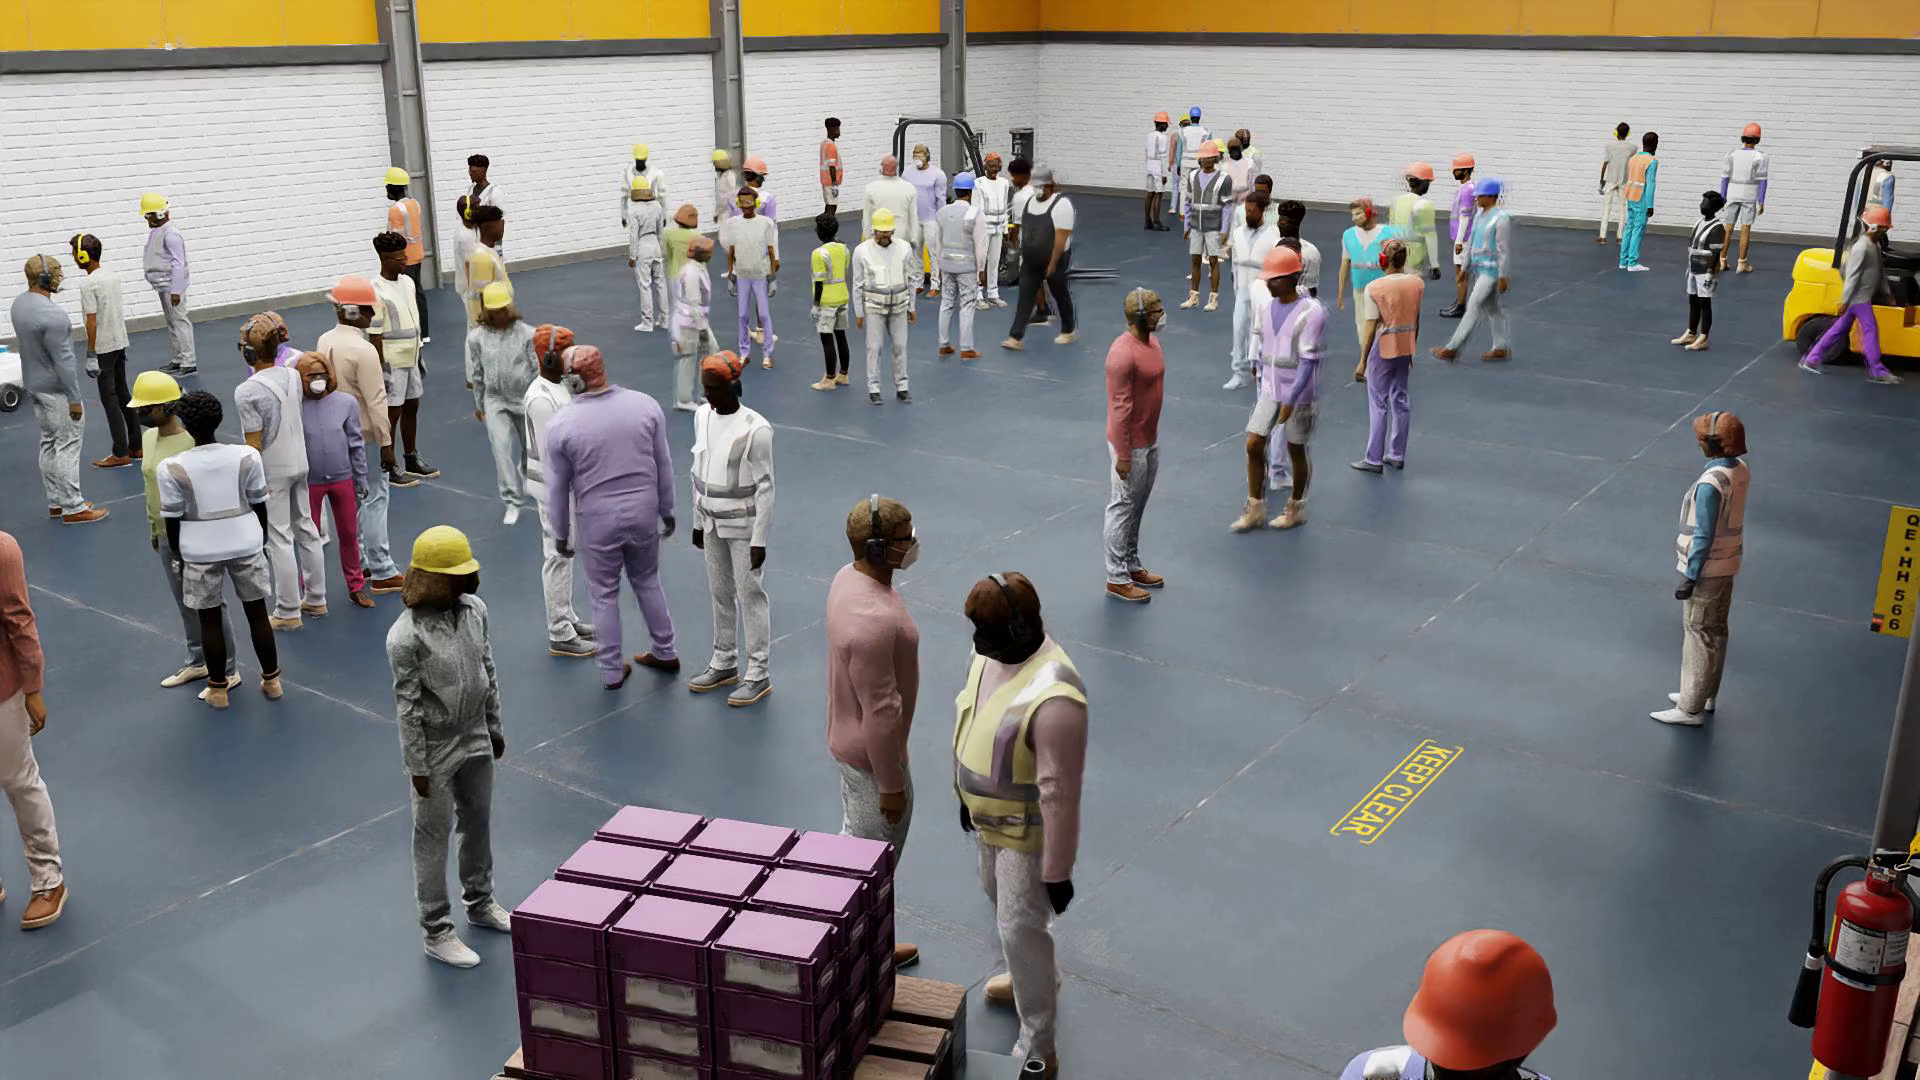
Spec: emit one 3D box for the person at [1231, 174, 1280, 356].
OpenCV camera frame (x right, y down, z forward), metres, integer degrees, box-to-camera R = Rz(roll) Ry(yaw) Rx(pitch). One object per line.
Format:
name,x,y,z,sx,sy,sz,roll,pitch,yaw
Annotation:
person,3.142,-2.863,17.413,0.597,1.915,0.371,7,19,22

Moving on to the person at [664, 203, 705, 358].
person,-2.916,-2.738,17.537,0.493,1.600,0.736,4,18,13

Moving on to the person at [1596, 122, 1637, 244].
person,10.257,-5.571,25.986,0.509,1.861,0.328,4,18,11

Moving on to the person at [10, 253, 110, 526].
person,-6.375,-1.050,11.732,0.635,1.929,0.381,14,22,37

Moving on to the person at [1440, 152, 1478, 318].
person,5.924,-3.609,19.730,0.388,1.930,0.544,5,18,14

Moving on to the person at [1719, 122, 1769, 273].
person,10.855,-4.734,23.053,0.358,2.047,0.615,-16,24,-41

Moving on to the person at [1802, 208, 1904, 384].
person,8.898,-2.424,16.399,0.932,1.699,0.562,12,21,32

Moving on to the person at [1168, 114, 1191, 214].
person,3.993,-6.726,29.763,0.532,1.755,0.341,-2,18,-5

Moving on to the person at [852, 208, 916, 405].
person,-0.693,-2.153,15.356,0.603,1.819,0.403,-6,19,-19

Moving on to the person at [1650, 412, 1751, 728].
person,3.788,0.150,8.436,0.310,1.640,0.514,15,23,39

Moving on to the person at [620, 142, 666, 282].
person,-4.194,-4.380,22.207,0.609,1.890,0.815,1,18,4

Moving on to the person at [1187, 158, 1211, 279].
person,3.290,-4.390,22.444,0.524,1.762,0.325,-5,18,-16

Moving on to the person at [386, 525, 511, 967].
person,-1.910,0.776,6.322,0.321,1.738,0.484,9,20,25

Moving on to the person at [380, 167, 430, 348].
person,-5.968,-3.028,17.906,0.361,1.930,0.587,1,18,3

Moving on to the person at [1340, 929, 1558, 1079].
person,0.980,1.629,3.334,0.547,1.934,0.376,7,19,22

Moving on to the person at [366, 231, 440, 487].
person,-4.303,-1.385,12.732,0.370,1.958,0.598,4,18,12

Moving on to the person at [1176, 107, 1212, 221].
person,4.029,-6.478,28.694,0.603,1.938,0.425,3,18,10

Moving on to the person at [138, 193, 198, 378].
person,-7.866,-2.529,16.521,0.403,1.823,0.588,-13,22,-36

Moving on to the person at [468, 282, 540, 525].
person,-3.244,-1.028,11.990,0.507,1.714,0.780,-4,18,-12

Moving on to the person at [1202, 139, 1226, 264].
person,3.652,-4.869,23.934,0.316,1.766,0.532,16,24,41

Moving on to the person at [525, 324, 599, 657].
person,-2.247,-0.277,9.373,0.356,1.886,0.574,-3,18,-9

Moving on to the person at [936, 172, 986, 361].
person,0.015,-2.853,17.371,0.622,1.934,0.437,14,22,37

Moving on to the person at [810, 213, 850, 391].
person,-1.246,-2.278,15.937,0.317,1.695,0.539,9,20,27

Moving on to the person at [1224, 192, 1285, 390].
person,2.906,-2.421,16.077,0.592,1.889,0.798,15,23,38

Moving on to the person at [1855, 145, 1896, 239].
person,12.067,-4.274,21.959,0.404,1.834,0.592,-3,18,-11

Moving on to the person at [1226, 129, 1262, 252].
person,4.200,-5.211,24.888,0.430,1.840,0.619,-12,21,-33

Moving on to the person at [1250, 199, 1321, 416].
person,2.874,-2.000,14.630,0.366,1.967,0.603,-10,20,-29

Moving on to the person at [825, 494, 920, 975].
person,-0.297,0.768,6.017,0.371,1.941,0.627,-4,18,-11

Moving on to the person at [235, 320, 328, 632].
person,-3.994,-0.372,9.737,0.345,1.846,0.508,6,19,19

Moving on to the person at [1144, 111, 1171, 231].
person,3.268,-6.076,27.441,0.382,1.930,0.547,-8,19,-24

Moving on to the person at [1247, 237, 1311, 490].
person,2.408,-1.342,12.671,0.387,1.910,0.595,-10,20,-29

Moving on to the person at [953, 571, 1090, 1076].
person,0.234,0.945,5.664,0.525,1.822,0.767,-6,19,-19

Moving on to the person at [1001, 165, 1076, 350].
person,0.925,-3.069,17.857,0.682,2.000,1.057,13,22,35
